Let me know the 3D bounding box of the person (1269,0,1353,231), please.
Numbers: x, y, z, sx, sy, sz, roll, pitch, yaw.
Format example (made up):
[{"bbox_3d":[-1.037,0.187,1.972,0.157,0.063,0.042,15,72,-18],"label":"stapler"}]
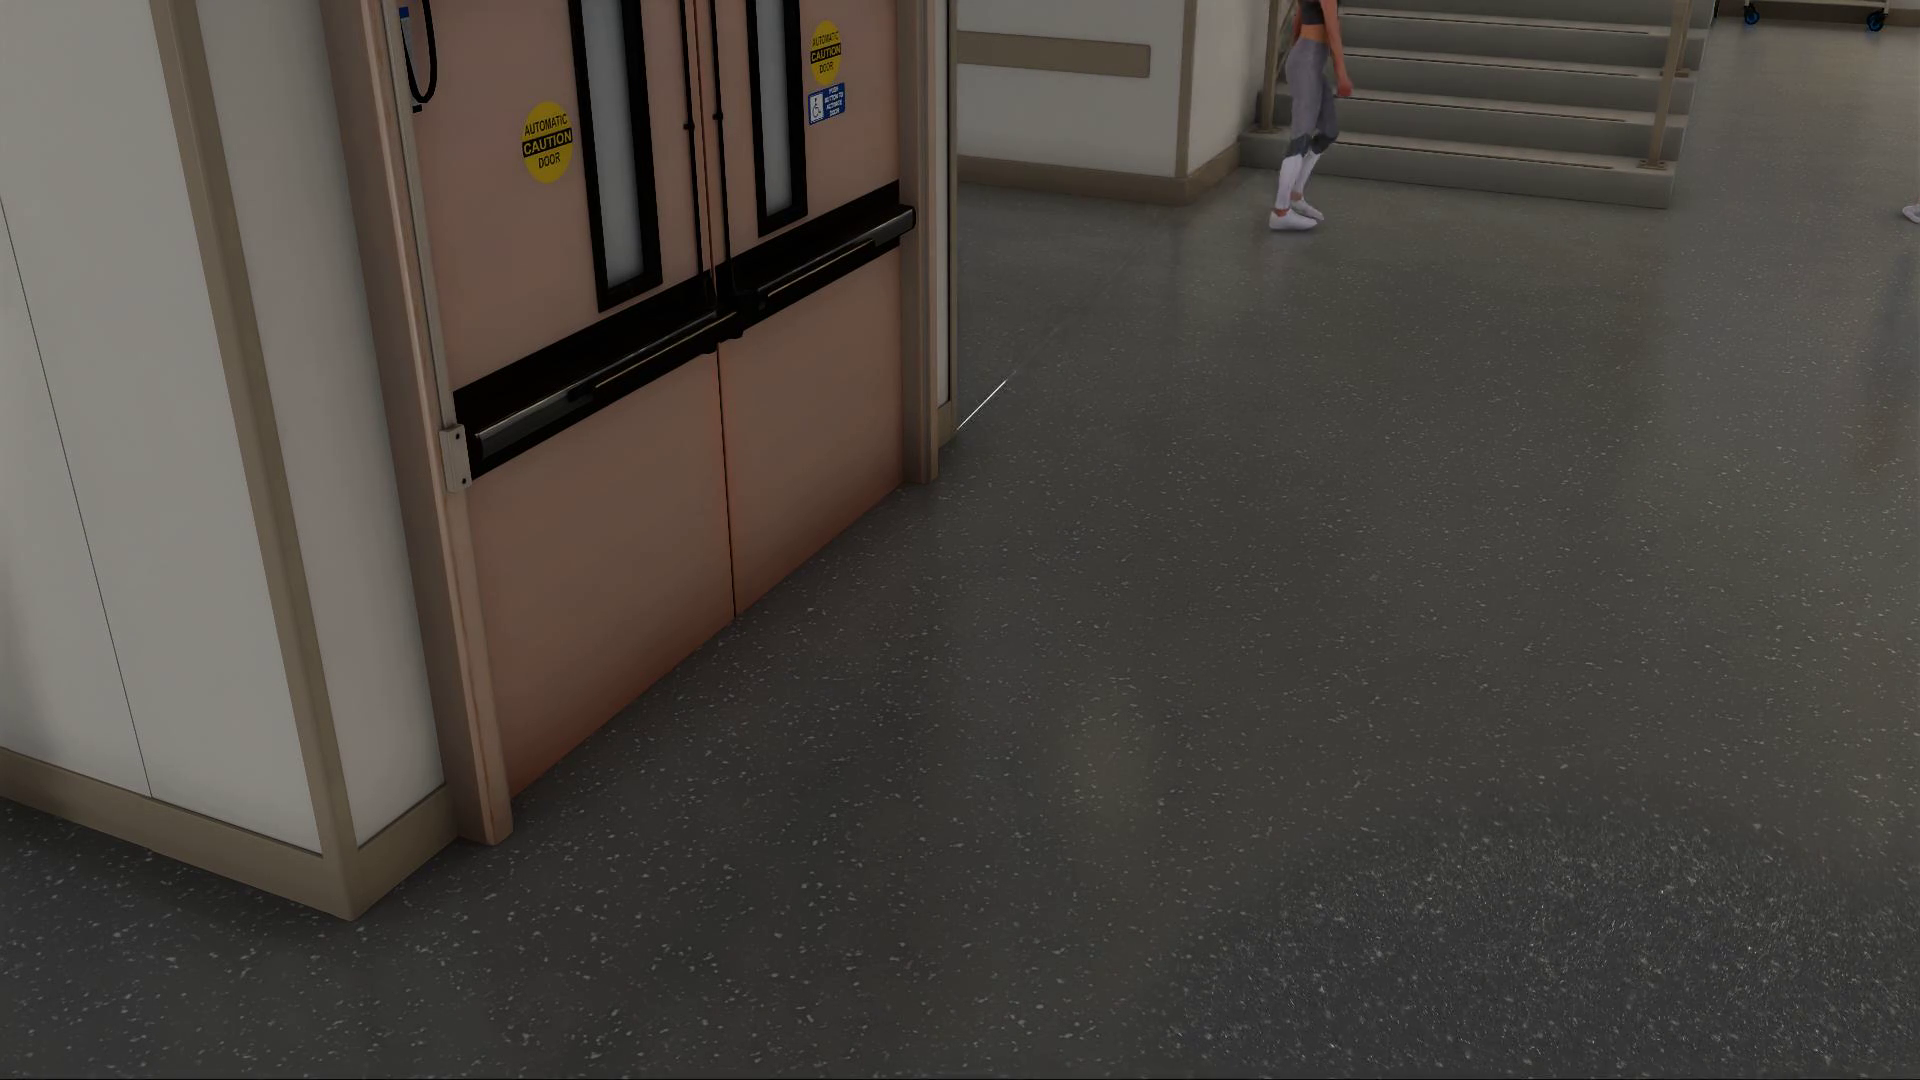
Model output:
[{"bbox_3d":[1.793,-2.496,8.936,0.725,1.688,0.636,1,26,1],"label":"person"}]
